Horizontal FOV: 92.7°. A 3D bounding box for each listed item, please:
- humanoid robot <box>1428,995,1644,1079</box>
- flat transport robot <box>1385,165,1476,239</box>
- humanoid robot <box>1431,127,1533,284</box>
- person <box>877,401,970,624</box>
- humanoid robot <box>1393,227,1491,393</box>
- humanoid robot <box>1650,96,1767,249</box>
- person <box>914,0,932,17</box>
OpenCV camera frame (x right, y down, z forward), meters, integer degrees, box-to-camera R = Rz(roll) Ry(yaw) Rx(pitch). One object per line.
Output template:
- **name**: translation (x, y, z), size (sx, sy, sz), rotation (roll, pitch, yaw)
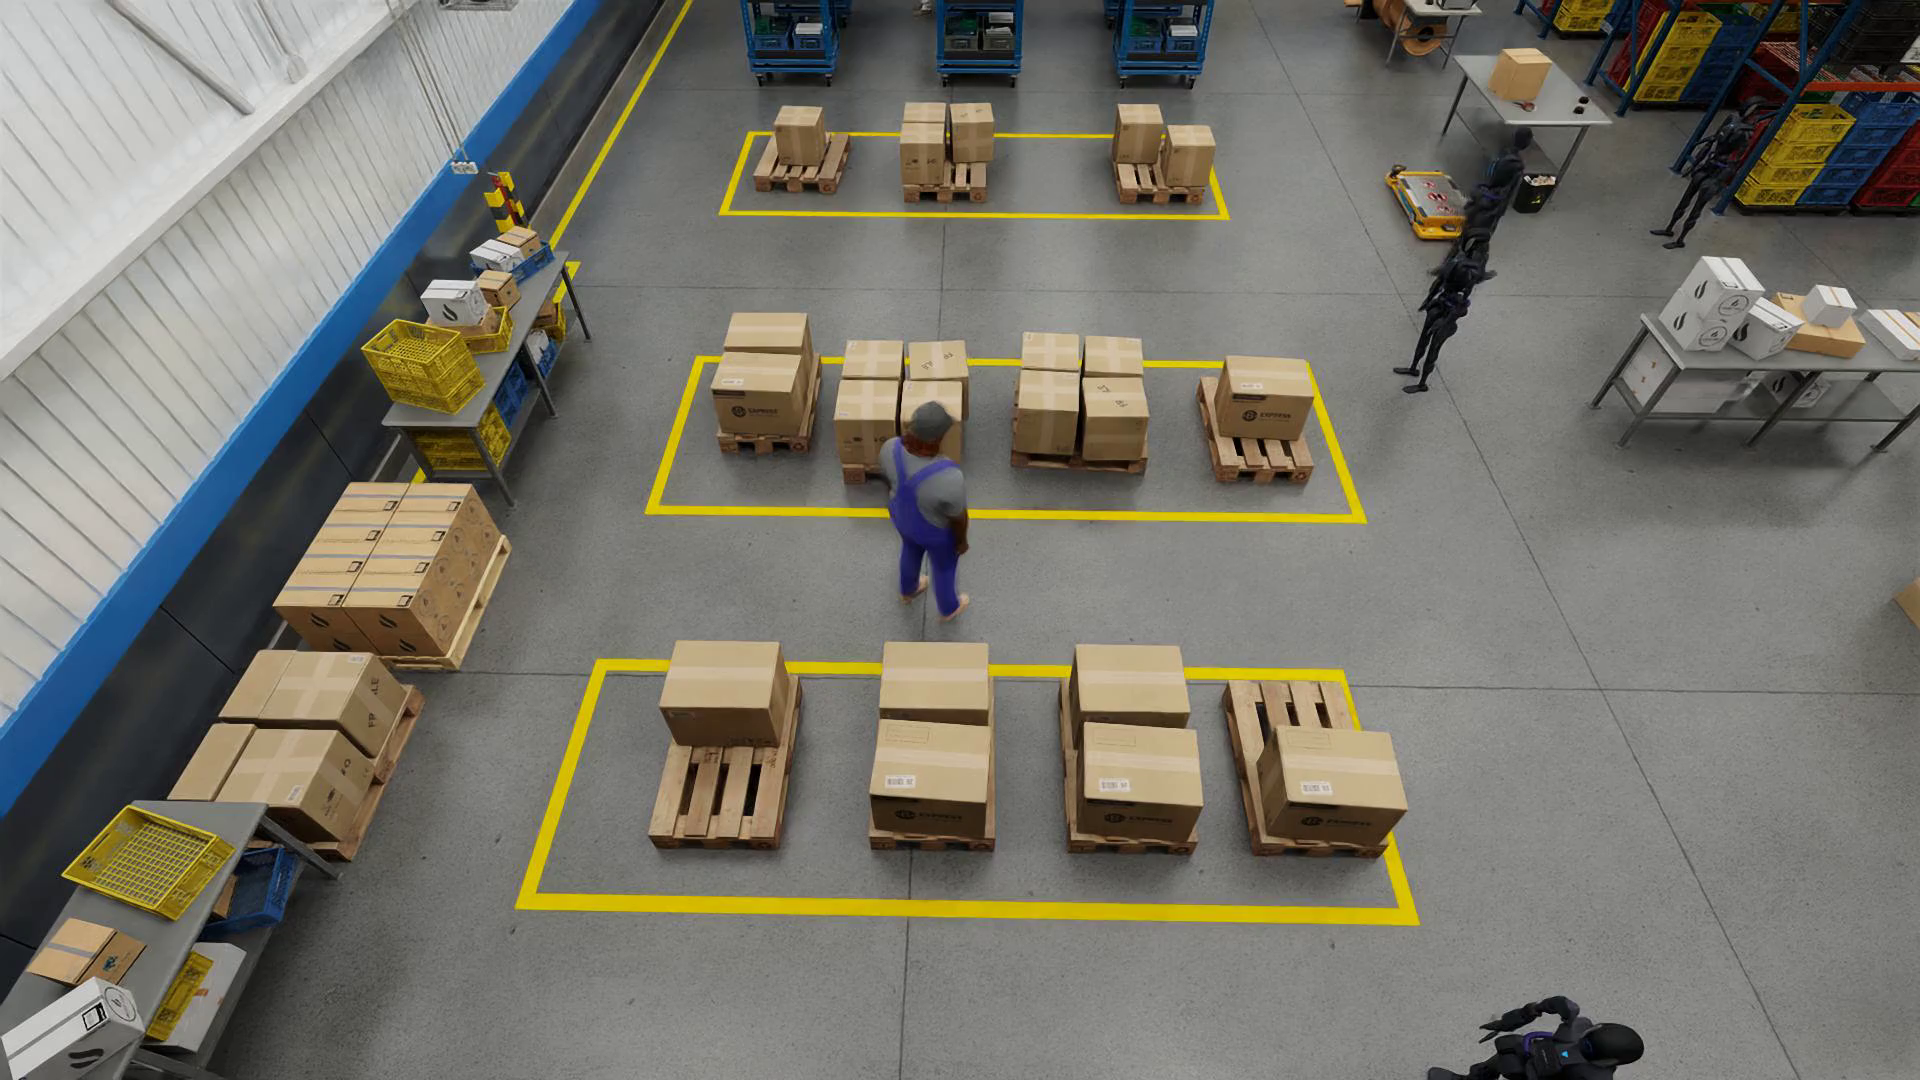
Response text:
- **humanoid robot**: translation (2.707, 2.573, 4.363), size (0.323, 1.660, 0.596), rotation (1, 49, 1)
- **flat transport robot**: translation (5.692, -4.094, 11.059), size (0.652, 0.197, 1.431), rotation (1, 49, 1)
- **humanoid robot**: translation (5.586, -3.501, 9.657), size (0.669, 1.625, 0.595), rotation (-4, 49, -3)
- **person**: translation (-0.202, -0.185, 6.523), size (0.685, 2.000, 0.536), rotation (30, 56, 24)
- **humanoid robot**: translation (4.421, -2.099, 8.409), size (0.323, 1.657, 0.596), rotation (1, 49, 1)
- **humanoid robot**: translation (8.249, -4.037, 10.087), size (0.323, 1.657, 0.596), rotation (1, 49, 1)
- **person**: translation (-0.598, -9.420, 14.619), size (0.354, 1.882, 0.576), rotation (1, 49, 1)
